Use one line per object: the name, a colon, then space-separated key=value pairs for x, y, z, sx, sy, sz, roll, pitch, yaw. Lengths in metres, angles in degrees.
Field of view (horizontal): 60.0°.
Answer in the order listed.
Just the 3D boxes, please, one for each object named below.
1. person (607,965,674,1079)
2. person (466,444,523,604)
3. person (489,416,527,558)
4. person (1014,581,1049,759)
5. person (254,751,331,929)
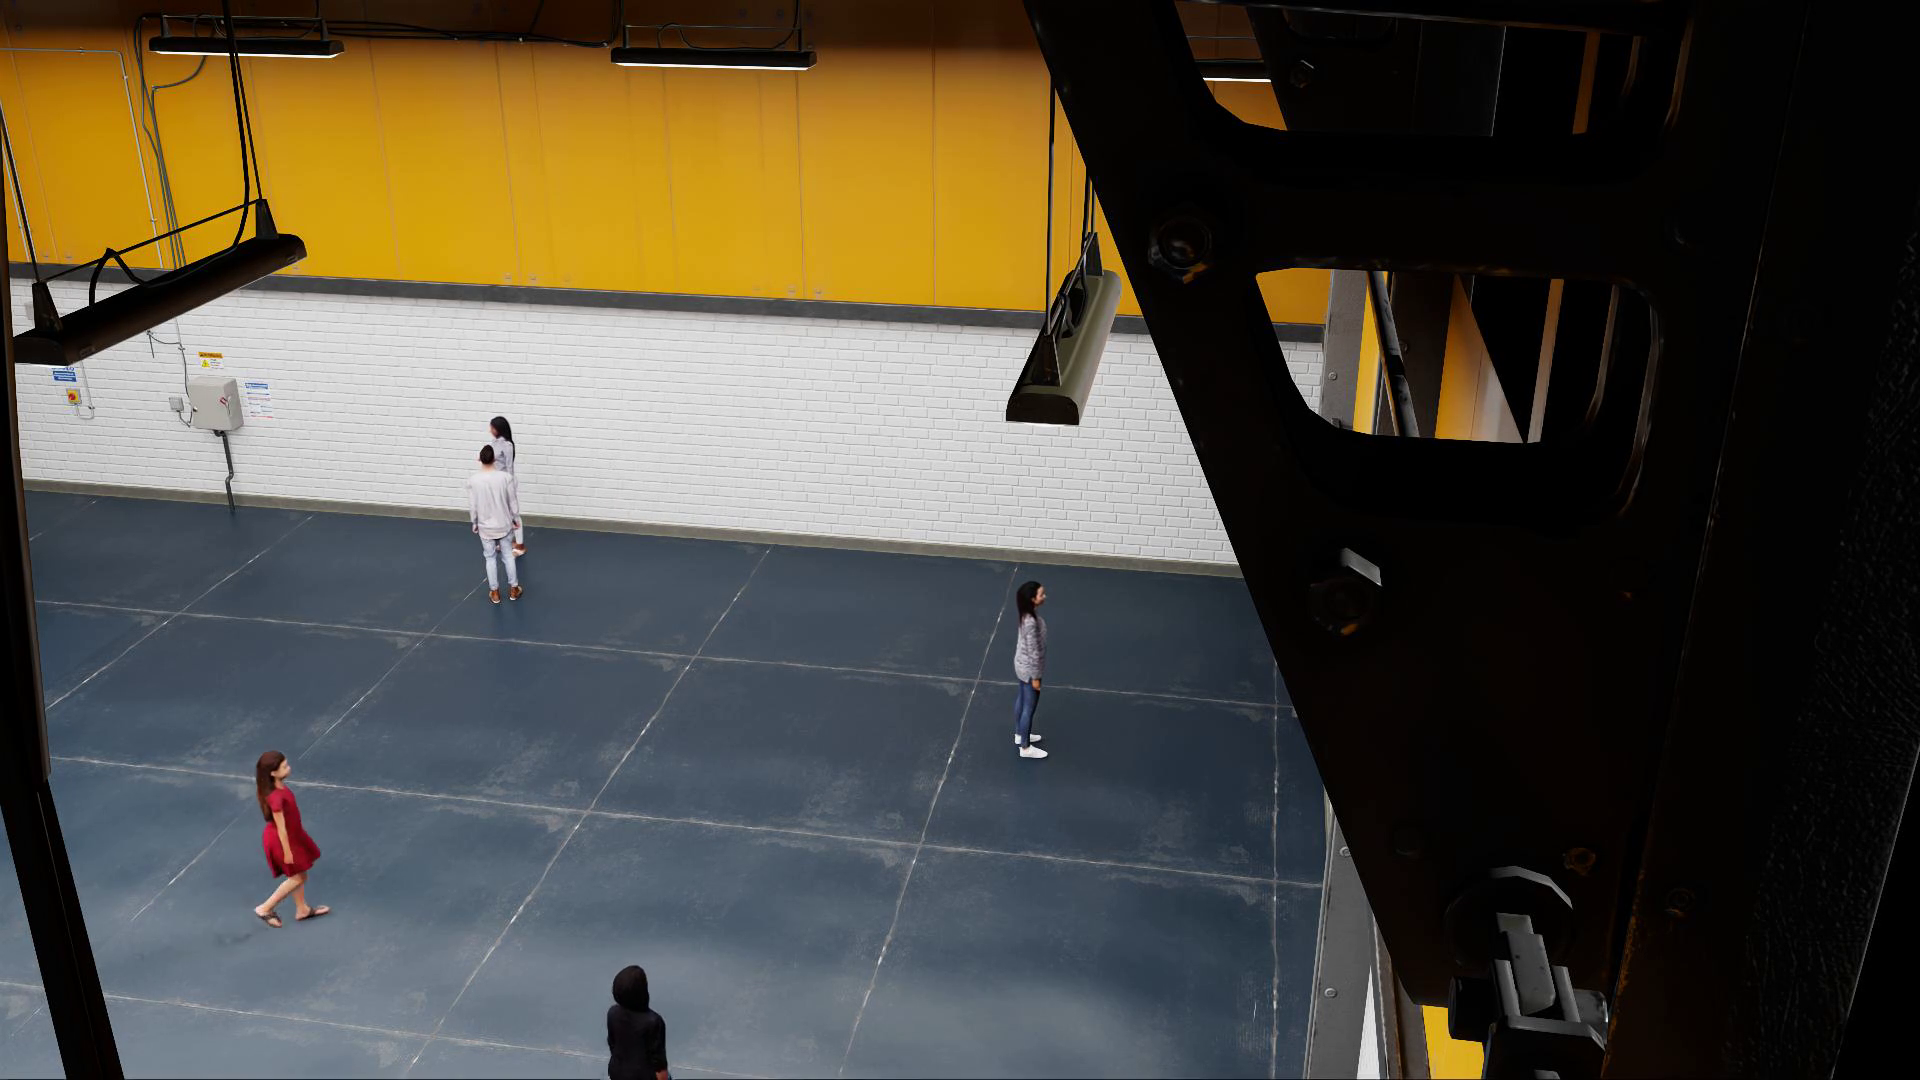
person: x=-2.021 y=3.428 z=10.313 sx=0.619 sy=1.657 sz=1.097 roll=5 pitch=24 yaw=12
person: x=-5.129 y=-0.192 z=18.364 sx=0.767 sy=1.840 sz=0.737 roll=-7 pitch=24 yaw=-15
person: x=-5.345 y=-0.648 z=19.552 sx=0.722 sy=1.724 sz=0.668 roll=-17 pitch=29 yaw=-33
person: x=0.640 y=1.168 z=15.387 sx=0.727 sy=1.732 sz=0.563 roll=-3 pitch=24 yaw=-7
person: x=-5.332 y=2.343 z=12.937 sx=0.826 sy=1.542 sz=0.804 roll=-11 pitch=26 yaw=-23
